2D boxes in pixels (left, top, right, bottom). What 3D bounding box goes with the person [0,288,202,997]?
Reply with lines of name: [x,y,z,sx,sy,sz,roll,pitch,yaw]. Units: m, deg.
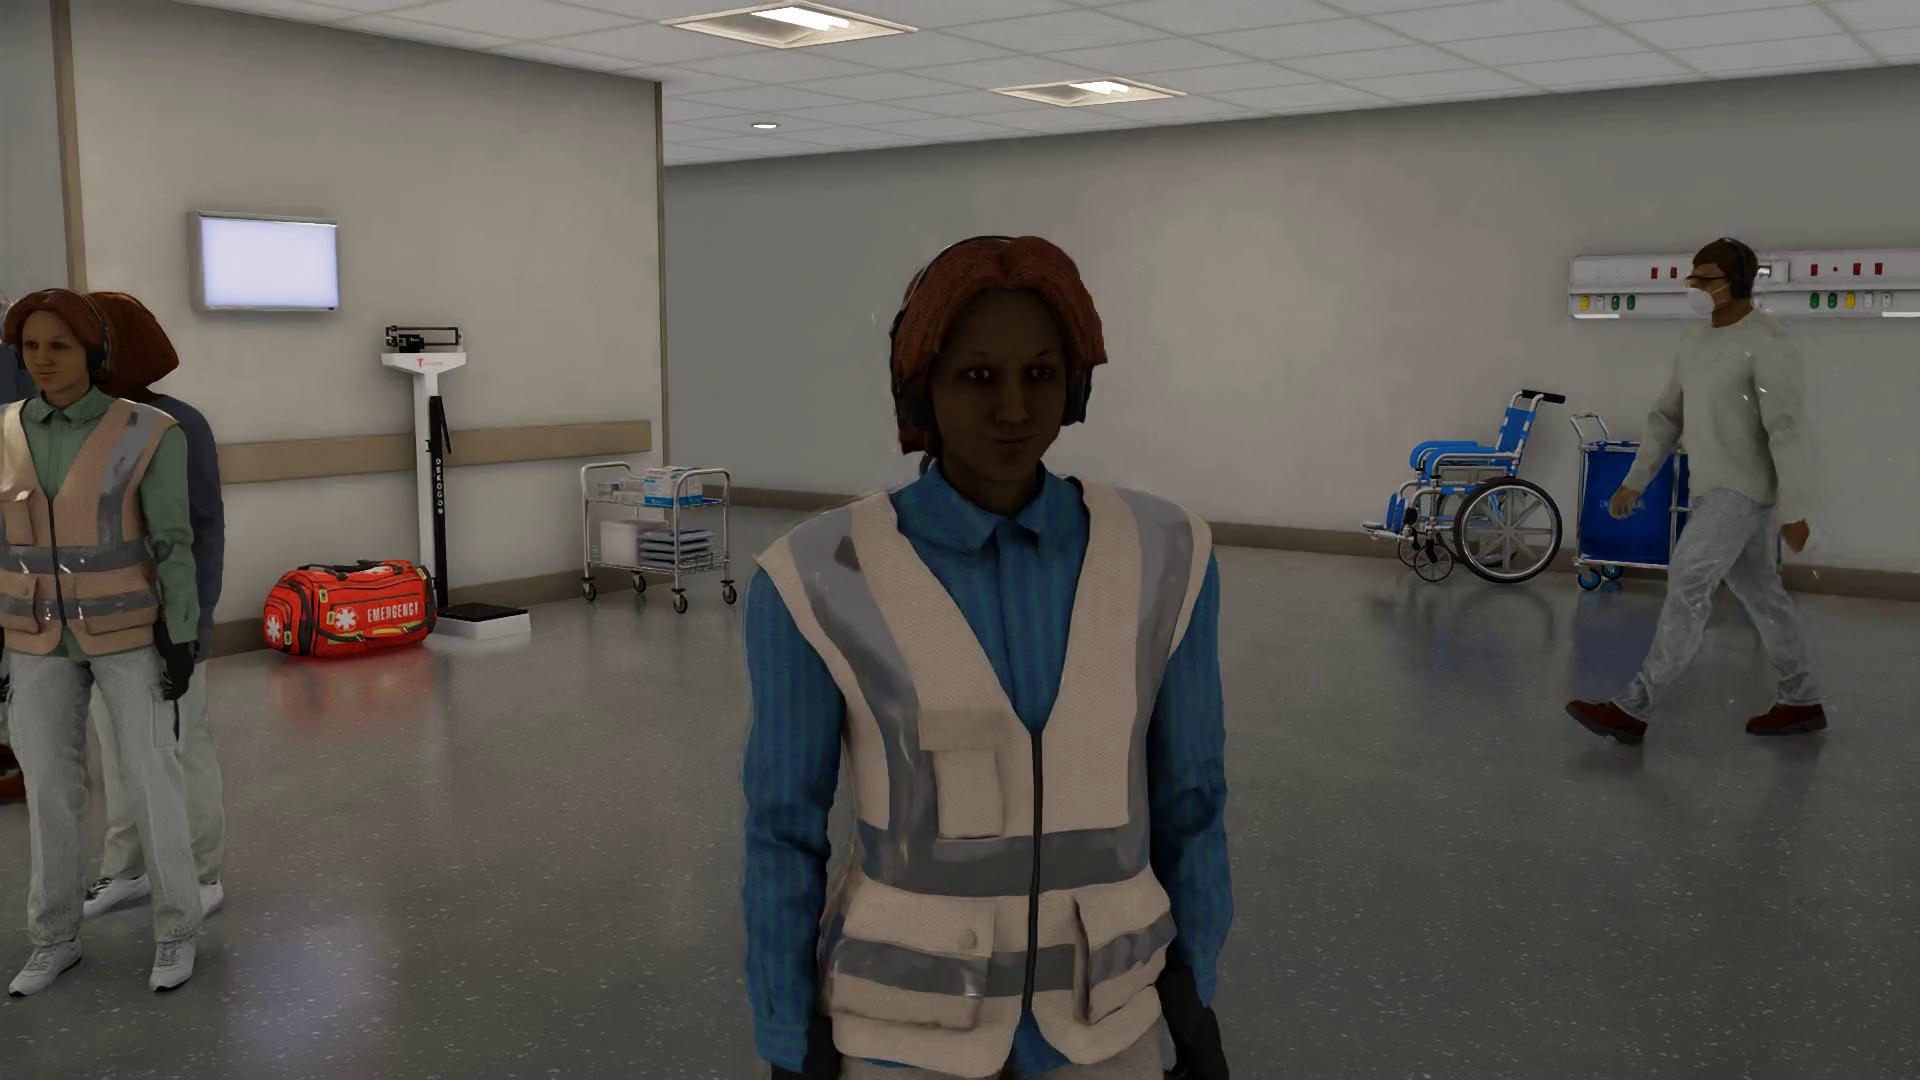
person: [-2.014,0.244,3.844,0.514,1.630,0.318,0,7,-4]

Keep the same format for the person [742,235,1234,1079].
person: [0.013,0.500,1.779,0.519,1.624,0.457,-2,7,-17]

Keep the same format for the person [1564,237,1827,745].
person: [2.820,-0.166,6.170,1.069,1.879,0.623,0,7,-1]

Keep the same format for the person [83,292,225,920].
person: [-2.112,0.188,4.264,0.501,1.631,0.287,2,7,18]

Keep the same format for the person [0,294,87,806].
person: [-3.082,-0.079,5.325,0.438,1.907,0.692,-4,8,-27]
